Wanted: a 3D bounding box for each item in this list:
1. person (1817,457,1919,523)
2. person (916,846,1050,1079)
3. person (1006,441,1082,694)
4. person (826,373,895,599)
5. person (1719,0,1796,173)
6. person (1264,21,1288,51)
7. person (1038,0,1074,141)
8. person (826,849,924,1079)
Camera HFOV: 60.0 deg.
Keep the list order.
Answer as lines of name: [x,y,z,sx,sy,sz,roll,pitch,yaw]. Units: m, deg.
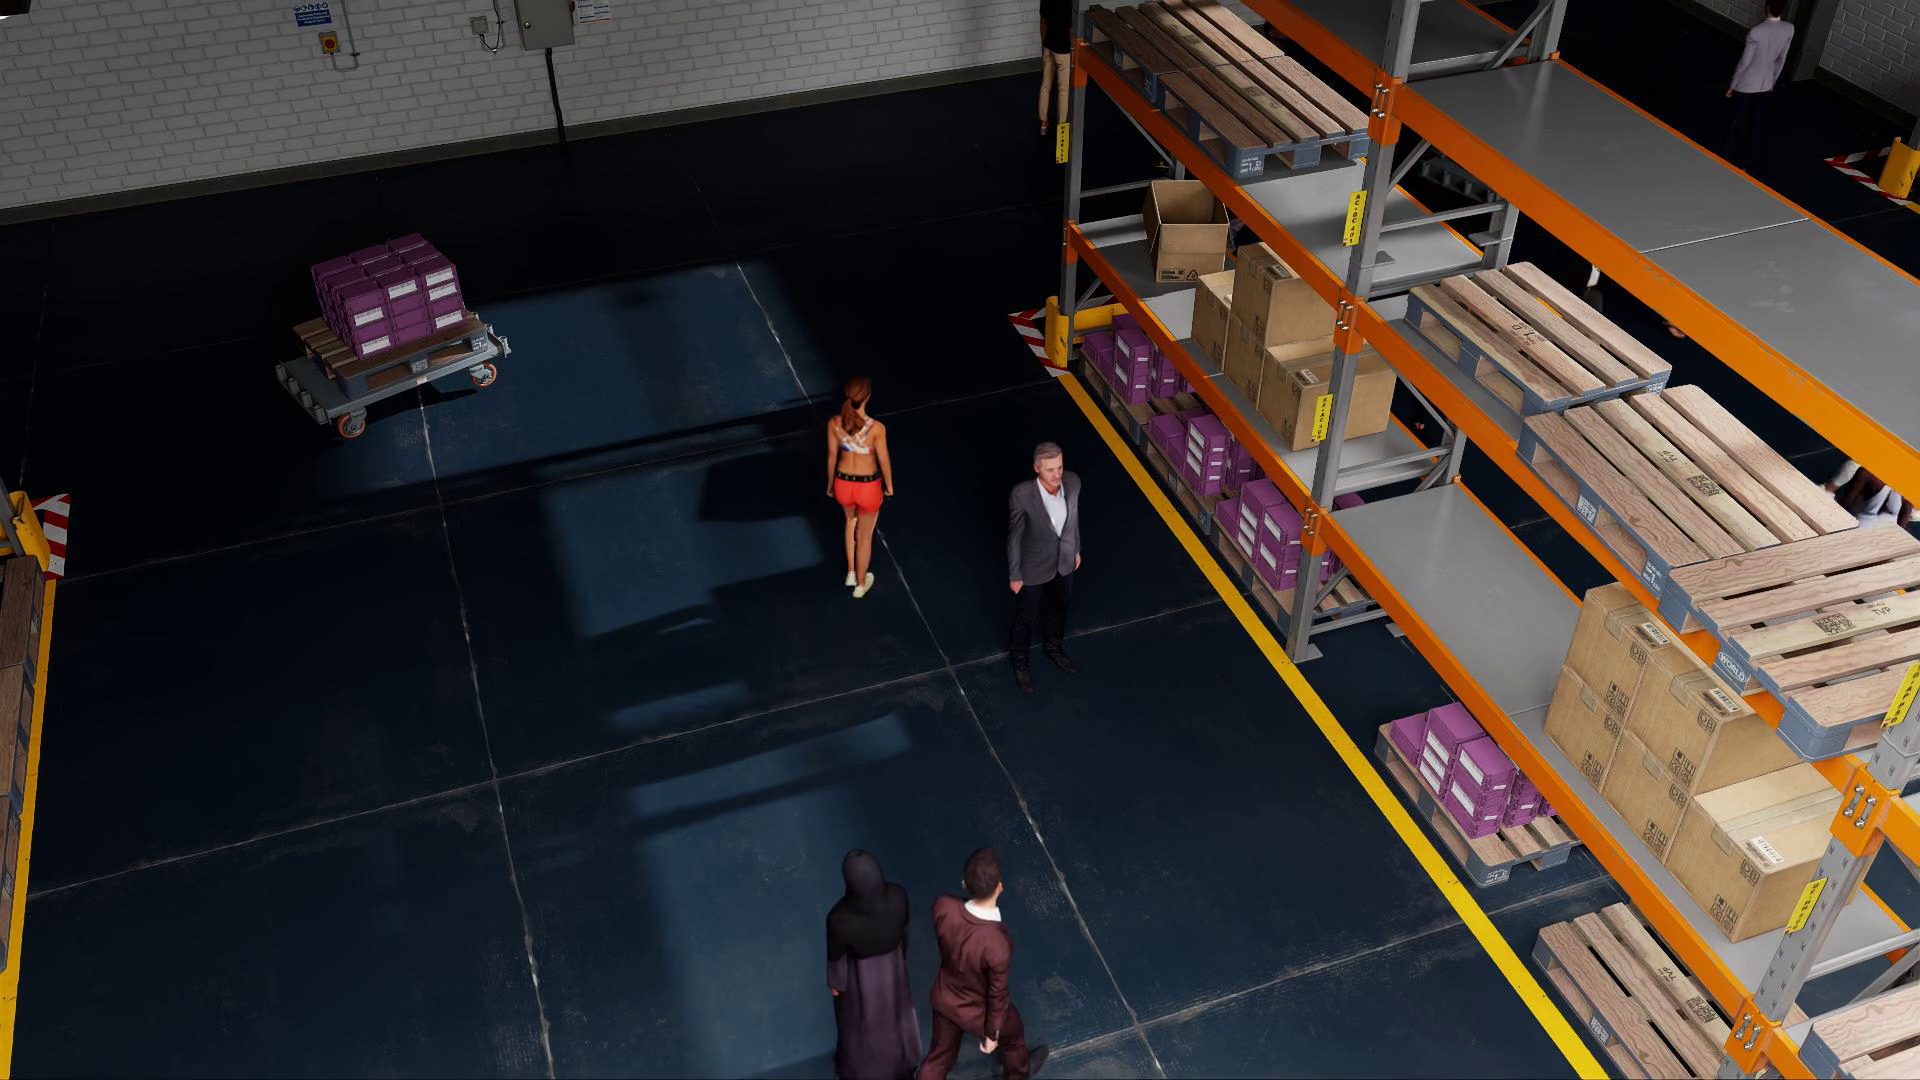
person: [6.792,-0.818,11.886,1.173,1.668,0.995,24,45,27]
person: [-0.004,2.241,7.932,1.178,1.821,1.113,27,46,30]
person: [0.544,0.135,10.554,0.774,1.841,0.673,-22,43,-25]
person: [-0.709,-0.291,11.135,0.726,1.782,0.771,9,40,11]
person: [7.786,-4.478,16.324,0.700,1.848,0.610,-8,39,-10]
person: [2.898,-4.116,15.890,0.864,1.825,0.728,7,39,8]
person: [1.000,-5.016,16.989,0.770,1.860,0.618,-32,48,-33]
person: [-0.440,2.122,8.249,0.615,1.612,0.604,-14,41,-17]
